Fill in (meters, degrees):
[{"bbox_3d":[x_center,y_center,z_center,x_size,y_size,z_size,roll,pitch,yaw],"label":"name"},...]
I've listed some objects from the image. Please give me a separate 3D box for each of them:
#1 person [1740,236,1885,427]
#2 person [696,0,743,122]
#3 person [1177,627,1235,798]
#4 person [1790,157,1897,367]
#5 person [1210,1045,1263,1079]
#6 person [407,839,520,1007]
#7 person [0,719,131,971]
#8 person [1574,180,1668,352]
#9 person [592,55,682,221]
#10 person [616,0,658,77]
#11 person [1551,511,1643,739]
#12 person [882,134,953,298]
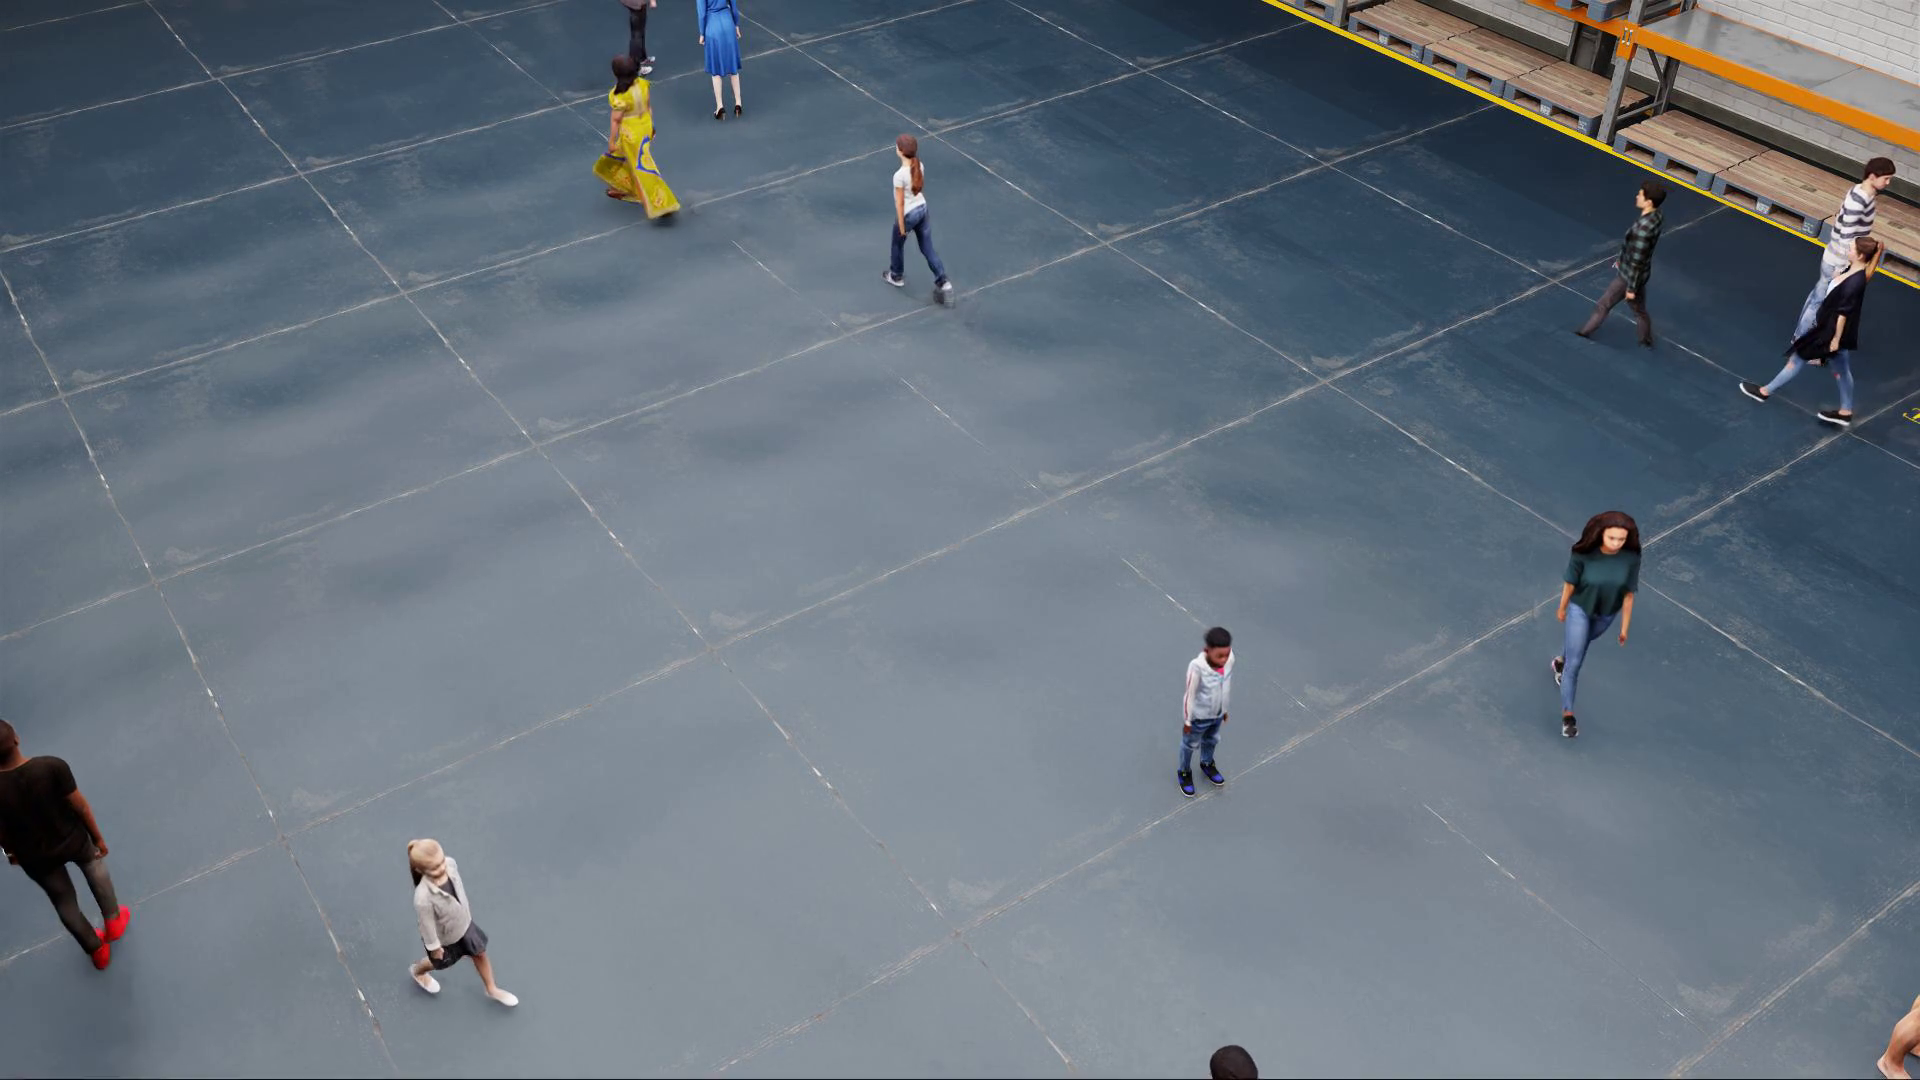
[{"bbox_3d":[7.095,-1.630,13.331,1.204,1.631,0.921,22,44,25],"label":"person"},{"bbox_3d":[-2.593,-5.424,17.925,0.654,1.827,0.620,-16,41,-19],"label":"person"},{"bbox_3d":[1.526,1.027,10.300,0.509,1.261,0.531,-16,41,-20],"label":"person"},{"bbox_3d":[7.459,-2.395,14.117,0.695,1.846,0.722,19,42,22],"label":"person"},{"bbox_3d":[1.054,2.803,7.597,0.652,1.861,1.031,-25,45,-28],"label":"person"},{"bbox_3d":[-2.824,2.066,9.001,0.951,1.258,0.798,16,41,19],"label":"person"},{"bbox_3d":[-4.917,1.716,9.011,0.646,1.793,0.616,-21,43,-25],"label":"person"},{"bbox_3d":[5.890,-2.287,14.389,1.146,1.679,0.868,27,46,30],"label":"person"},{"bbox_3d":[-3.090,-3.874,16.163,1.439,1.604,1.132,18,42,21],"label":"person"},{"bbox_3d":[-3.778,-6.152,18.831,0.706,1.834,0.819,32,48,33],"label":"person"},{"bbox_3d":[4.093,0.422,10.807,1.022,1.574,1.127,3,39,4],"label":"person"},{"bbox_3d":[-0.378,-2.906,15.006,0.618,1.535,1.065,-30,47,-32],"label":"person"}]
